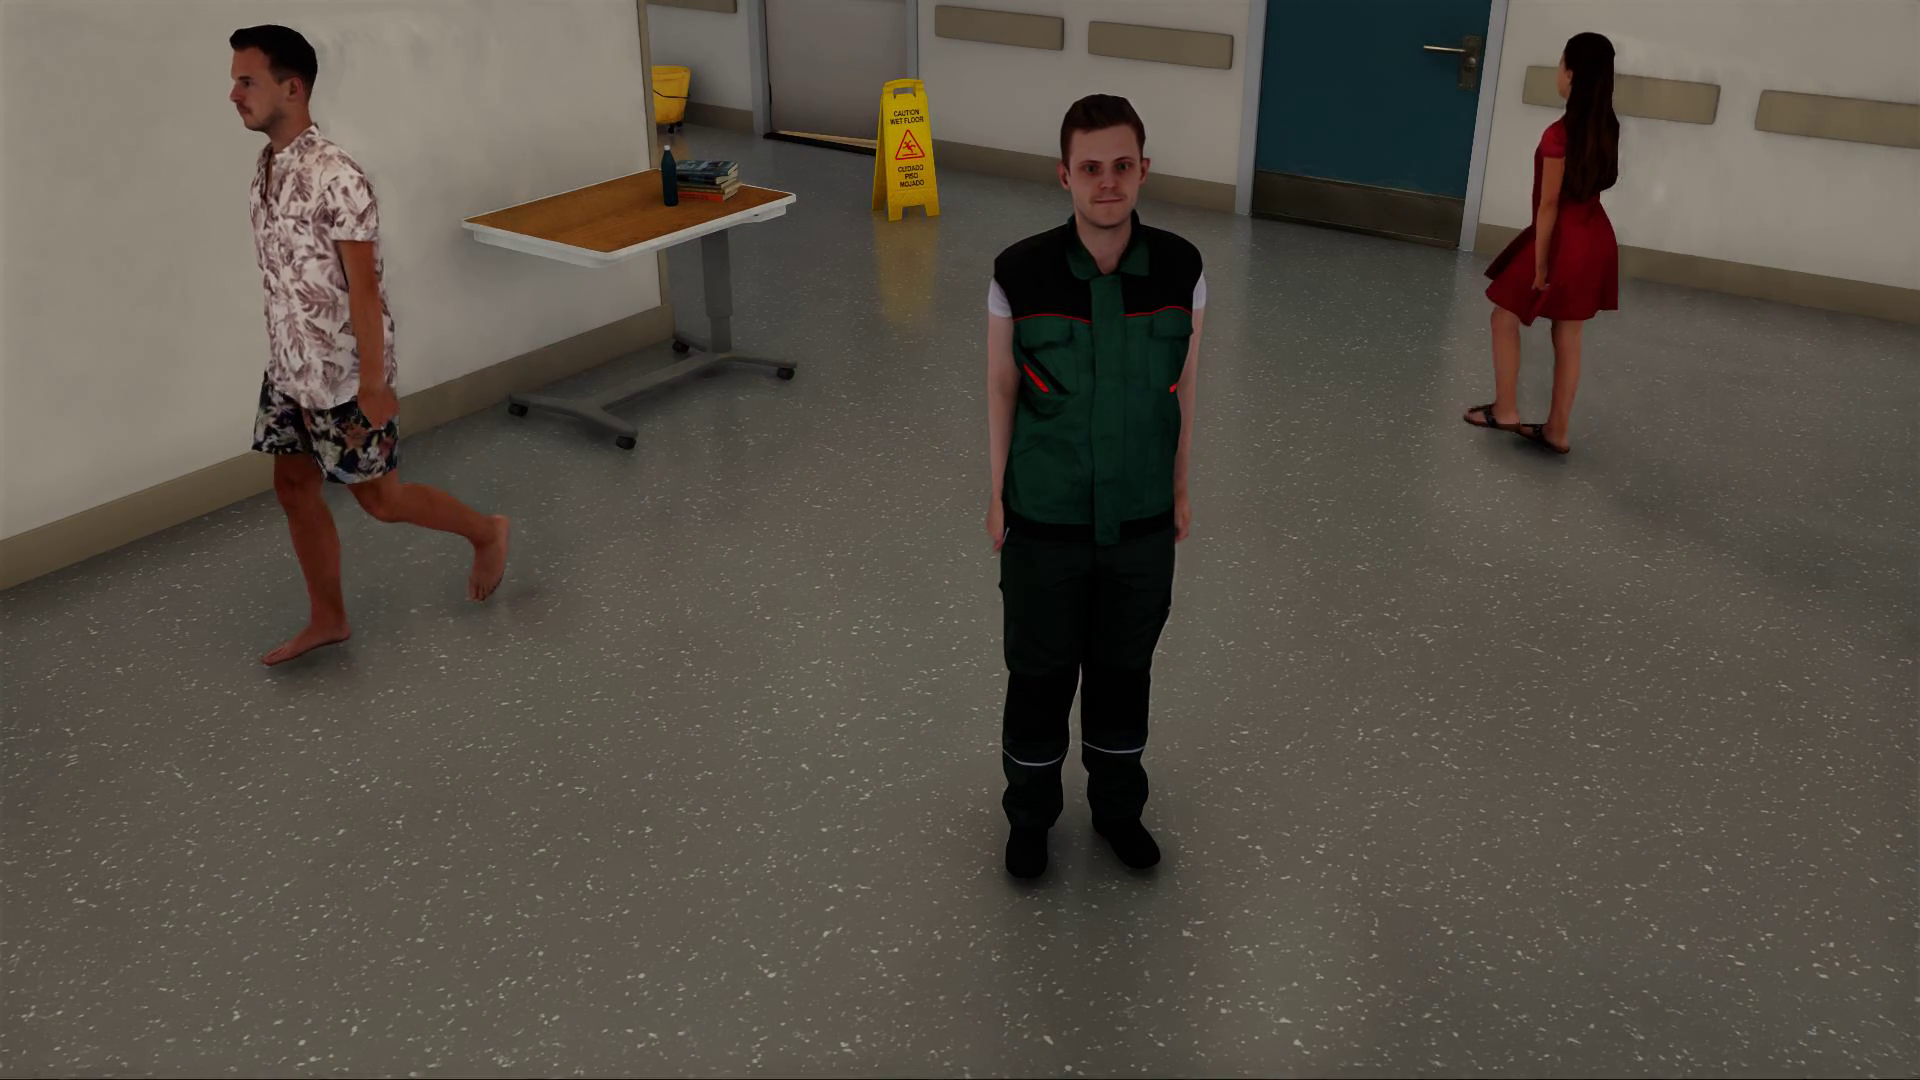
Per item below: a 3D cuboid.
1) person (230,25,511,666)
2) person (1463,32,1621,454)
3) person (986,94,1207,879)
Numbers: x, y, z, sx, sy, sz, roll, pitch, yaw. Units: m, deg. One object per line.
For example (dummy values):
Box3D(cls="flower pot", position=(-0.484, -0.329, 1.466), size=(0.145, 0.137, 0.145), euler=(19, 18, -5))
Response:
Box3D(cls="person", position=(-1.715, -0.529, 4.760), size=(0.993, 1.789, 0.805), euler=(21, 33, 36))
Box3D(cls="person", position=(2.278, -1.056, 6.133), size=(0.701, 1.537, 0.777), euler=(-11, 28, -22))
Box3D(cls="person", position=(0.294, -0.080, 3.761), size=(0.737, 1.843, 0.799), euler=(-4, 26, -8))
